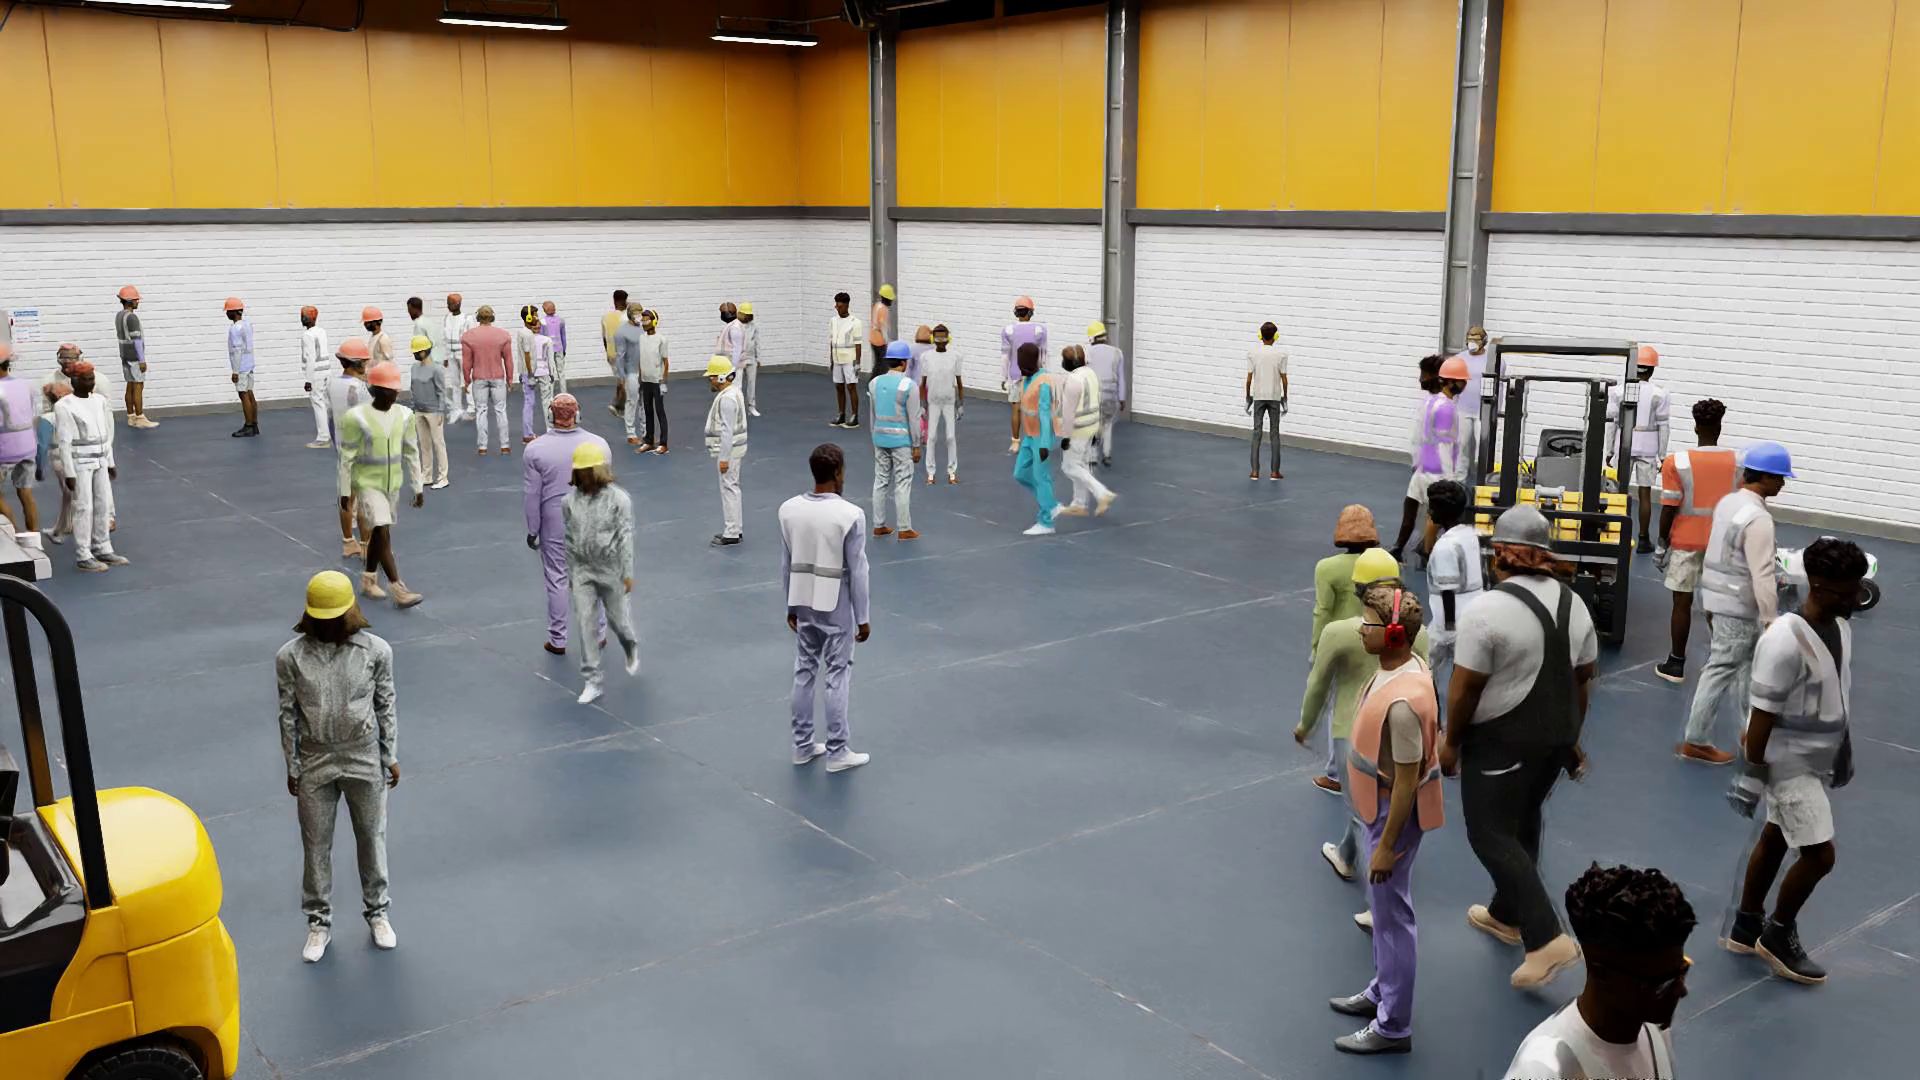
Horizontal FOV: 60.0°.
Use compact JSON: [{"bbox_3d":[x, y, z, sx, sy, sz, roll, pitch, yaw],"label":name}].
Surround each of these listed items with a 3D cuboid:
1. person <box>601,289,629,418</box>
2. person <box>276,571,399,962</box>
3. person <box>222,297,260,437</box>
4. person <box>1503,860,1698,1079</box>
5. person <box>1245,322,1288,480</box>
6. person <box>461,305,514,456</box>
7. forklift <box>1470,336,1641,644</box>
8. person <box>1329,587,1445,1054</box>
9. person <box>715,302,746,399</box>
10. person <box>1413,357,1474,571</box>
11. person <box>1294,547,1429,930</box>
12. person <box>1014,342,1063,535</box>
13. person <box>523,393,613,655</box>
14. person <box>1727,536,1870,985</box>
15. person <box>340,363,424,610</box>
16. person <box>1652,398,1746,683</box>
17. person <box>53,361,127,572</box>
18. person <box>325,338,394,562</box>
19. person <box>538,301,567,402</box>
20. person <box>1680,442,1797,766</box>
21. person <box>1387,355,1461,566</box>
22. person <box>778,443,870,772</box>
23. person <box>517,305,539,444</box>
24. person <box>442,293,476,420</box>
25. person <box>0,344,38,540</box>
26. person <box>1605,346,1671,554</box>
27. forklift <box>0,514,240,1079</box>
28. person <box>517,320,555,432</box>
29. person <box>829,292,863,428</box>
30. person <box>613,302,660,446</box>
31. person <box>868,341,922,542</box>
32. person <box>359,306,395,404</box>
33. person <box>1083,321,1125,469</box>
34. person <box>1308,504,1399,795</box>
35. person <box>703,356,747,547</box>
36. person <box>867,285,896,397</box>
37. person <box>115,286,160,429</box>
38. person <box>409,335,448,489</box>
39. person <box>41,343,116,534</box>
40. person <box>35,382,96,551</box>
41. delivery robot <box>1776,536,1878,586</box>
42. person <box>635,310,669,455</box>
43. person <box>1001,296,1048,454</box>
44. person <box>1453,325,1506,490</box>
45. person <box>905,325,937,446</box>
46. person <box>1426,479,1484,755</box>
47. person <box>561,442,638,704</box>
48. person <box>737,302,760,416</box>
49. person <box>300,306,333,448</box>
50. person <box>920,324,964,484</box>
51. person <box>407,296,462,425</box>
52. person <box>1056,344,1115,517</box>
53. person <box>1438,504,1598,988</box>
[{"bbox_3d":[-5.089,-2.754,24.800,0.741,1.931,0.797,7,14,30],"label":"person"},{"bbox_3d":[-2.703,0.976,7.268,0.483,1.734,0.319,-4,12,-20],"label":"person"},{"bbox_3d":[-9.978,-2.394,23.054,0.366,1.935,0.546,-1,12,-5],"label":"person"},{"bbox_3d":[1.343,1.619,3.598,0.368,1.965,0.609,10,16,41],"label":"person"},{"bbox_3d":[3.608,-1.632,19.550,0.510,1.865,0.329,3,12,16],"label":"person"},{"bbox_3d":[-6.053,-2.045,21.358,0.637,1.938,0.355,-4,12,-17],"label":"person"},{"bbox_3d":[4.683,-0.471,13.136,1.214,2.155,2.313,4,12,20],"label":"forklift"},{"bbox_3d":[1.677,1.087,6.457,0.389,1.847,0.563,2,12,11],"label":"person"},{"bbox_3d":[-3.233,-2.433,23.485,0.430,1.838,0.619,-3,12,-13],"label":"person"},{"bbox_3d":[4.285,-0.656,14.692,0.422,1.917,0.580,2,12,10],"label":"person"},{"bbox_3d":[1.889,0.891,7.728,0.538,1.719,0.933,-3,12,-13],"label":"person"},{"bbox_3d":[0.778,-0.991,16.404,0.441,1.896,0.710,-4,12,-20],"label":"person"},{"bbox_3d":[-2.846,-0.117,12.128,0.651,1.907,0.409,-5,13,-24],"label":"person"},{"bbox_3d":[3.568,0.926,7.008,0.761,1.930,0.601,-11,16,-42],"label":"person"},{"bbox_3d":[-4.635,-0.437,13.468,1.025,1.985,0.616,9,15,37],"label":"person"},{"bbox_3d":[5.059,0.012,11.367,0.608,1.962,0.374,1,12,5],"label":"person"},{"bbox_3d":[-7.765,-0.655,14.804,0.361,1.877,0.589,2,12,11],"label":"person"},{"bbox_3d":[-5.495,-0.824,15.214,0.614,2.038,0.395,8,14,35],"label":"person"},{"bbox_3d":[-6.608,-3.048,26.938,0.522,1.636,0.310,-11,16,-41],"label":"person"},{"bbox_3d":[4.647,0.384,9.666,0.789,1.913,0.665,2,12,9],"label":"person"},{"bbox_3d":[4.240,-0.706,14.930,0.969,1.925,0.607,2,12,10],"label":"person"},{"bbox_3d":[-0.797,0.394,9.657,0.590,1.912,0.386,7,14,32],"label":"person"},{"bbox_3d":[-5.804,-2.231,22.455,0.327,1.862,0.511,-3,12,-15],"label":"person"},{"bbox_3d":[-7.468,-2.731,24.803,0.585,1.882,0.337,5,13,24],"label":"person"},{"bbox_3d":[-8.662,-0.802,15.160,0.455,2.031,0.669,3,12,13],"label":"person"},{"bbox_3d":[6.332,-0.843,15.556,0.553,1.935,0.362,7,14,32],"label":"person"},{"bbox_3d":[-3.687,1.115,5.480,2.313,2.155,1.214,-9,15,-36],"label":"forklift"},{"bbox_3d":[-5.959,-2.308,23.387,0.513,1.630,0.318,-2,12,-10],"label":"person"},{"bbox_3d":[-1.654,-2.591,23.958,0.604,1.958,0.375,10,15,40],"label":"person"},{"bbox_3d":[-4.322,-2.219,22.246,0.392,1.928,0.632,9,15,37],"label":"person"},{"bbox_3d":[-0.616,-0.956,16.114,0.604,1.938,0.426,9,15,36],"label":"person"},{"bbox_3d":[-7.402,-2.009,21.205,0.381,1.931,0.548,-8,14,-35],"label":"person"},{"bbox_3d":[1.685,-1.778,20.384,0.634,1.801,0.556,-2,12,-8],"label":"person"},{"bbox_3d":[2.186,0.611,9.276,0.503,1.631,0.283,-3,12,-12],"label":"person"},{"bbox_3d":[-2.229,-0.845,15.867,0.403,1.818,0.601,-1,12,-4],"label":"person"},{"bbox_3d":[-1.299,-3.247,27.349,0.472,1.887,0.637,-1,12,-7],"label":"person"},{"bbox_3d":[-11.845,-2.617,23.874,0.608,2.043,0.374,10,15,41],"label":"person"},{"bbox_3d":[-6.079,-1.456,18.955,0.524,1.760,0.327,7,14,31],"label":"person"},{"bbox_3d":[-8.691,-0.997,16.416,0.641,1.898,0.395,-3,12,-12],"label":"person"},{"bbox_3d":[-8.424,-0.687,15.643,0.868,1.592,0.528,3,12,15],"label":"person"},{"bbox_3d":[7.073,0.212,13.592,0.707,0.478,0.477,3,12,15],"label":"delivery robot"},{"bbox_3d":[-3.989,-2.041,21.507,0.508,1.872,0.329,8,14,33],"label":"person"},{"bbox_3d":[0.831,-2.134,21.553,0.605,2.036,0.393,0,12,0],"label":"person"},{"bbox_3d":[5.625,-1.379,18.185,0.623,1.931,0.376,8,14,34],"label":"person"},{"bbox_3d":[-0.492,-2.054,22.162,0.534,1.619,0.347,-3,12,-14],"label":"person"},{"bbox_3d":[2.885,0.473,9.848,0.553,1.674,0.543,9,15,37],"label":"person"},{"bbox_3d":[-2.385,0.185,11.088,0.489,1.728,0.609,1,12,7],"label":"person"},{"bbox_3d":[-3.233,-2.722,25.136,0.484,1.732,0.317,-7,14,-30],"label":"person"},{"bbox_3d":[-8.531,-2.157,22.040,0.354,1.881,0.576,0,12,2],"label":"person"},{"bbox_3d":[-0.209,-1.569,19.260,0.511,1.862,0.324,0,12,-1],"label":"person"},{"bbox_3d":[-7.688,-2.592,24.129,0.697,1.893,0.626,-2,12,-10],"label":"person"},{"bbox_3d":[1.286,-1.100,17.081,0.599,1.827,0.667,5,13,22],"label":"person"},{"bbox_3d":[2.465,0.844,7.158,0.702,2.000,0.803,-7,14,-31],"label":"person"}]
